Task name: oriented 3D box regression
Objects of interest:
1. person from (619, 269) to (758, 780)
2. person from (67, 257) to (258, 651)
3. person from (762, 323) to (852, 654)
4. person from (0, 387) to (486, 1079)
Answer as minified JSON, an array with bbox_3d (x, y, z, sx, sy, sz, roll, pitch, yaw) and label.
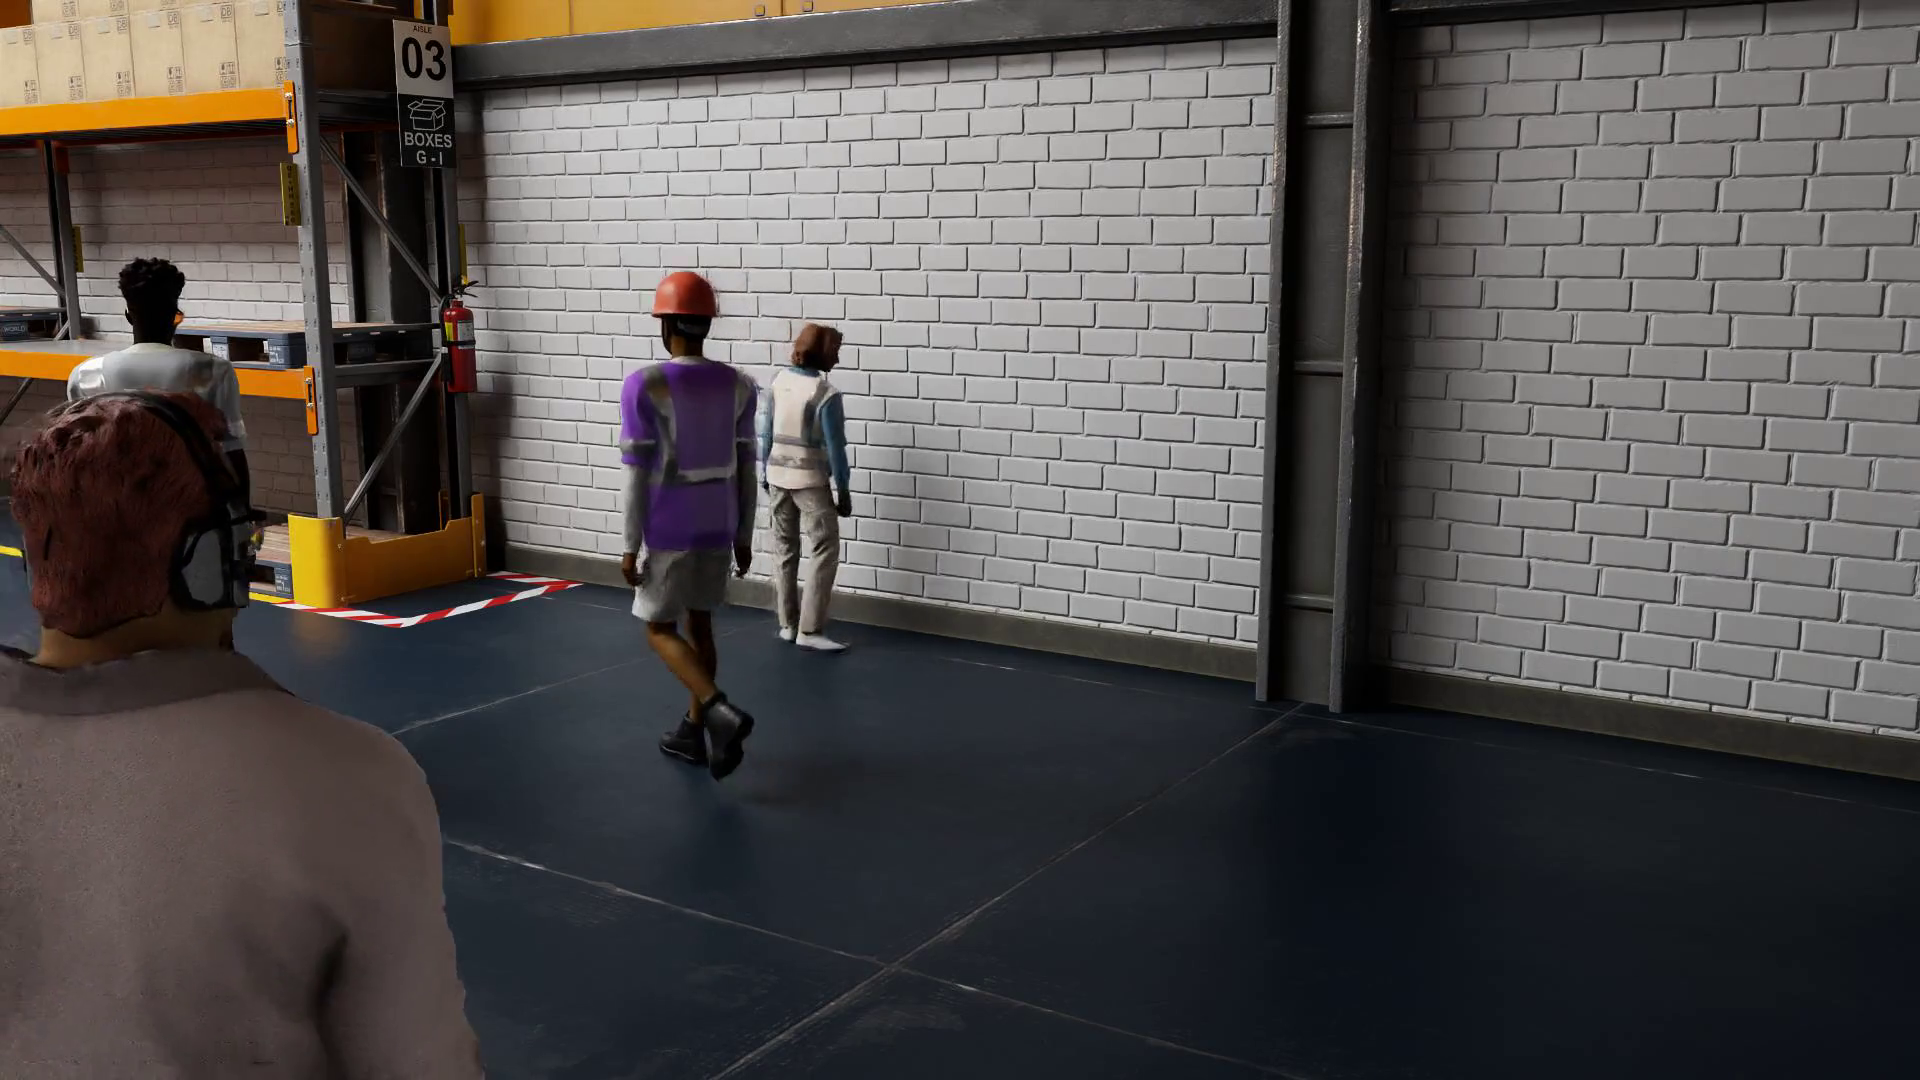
[{"bbox_3d":[-0.975,-0.039,6.194,0.554,1.916,0.696,-8,13,-37],"label":"person"},{"bbox_3d":[-2.950,-0.065,6.218,0.603,1.958,0.381,-2,11,-13],"label":"person"},{"bbox_3d":[-0.770,-0.254,8.217,0.624,1.619,0.342,8,13,39],"label":"person"},{"bbox_3d":[-0.814,0.785,1.727,0.653,1.880,0.799,1,10,7],"label":"person"}]
